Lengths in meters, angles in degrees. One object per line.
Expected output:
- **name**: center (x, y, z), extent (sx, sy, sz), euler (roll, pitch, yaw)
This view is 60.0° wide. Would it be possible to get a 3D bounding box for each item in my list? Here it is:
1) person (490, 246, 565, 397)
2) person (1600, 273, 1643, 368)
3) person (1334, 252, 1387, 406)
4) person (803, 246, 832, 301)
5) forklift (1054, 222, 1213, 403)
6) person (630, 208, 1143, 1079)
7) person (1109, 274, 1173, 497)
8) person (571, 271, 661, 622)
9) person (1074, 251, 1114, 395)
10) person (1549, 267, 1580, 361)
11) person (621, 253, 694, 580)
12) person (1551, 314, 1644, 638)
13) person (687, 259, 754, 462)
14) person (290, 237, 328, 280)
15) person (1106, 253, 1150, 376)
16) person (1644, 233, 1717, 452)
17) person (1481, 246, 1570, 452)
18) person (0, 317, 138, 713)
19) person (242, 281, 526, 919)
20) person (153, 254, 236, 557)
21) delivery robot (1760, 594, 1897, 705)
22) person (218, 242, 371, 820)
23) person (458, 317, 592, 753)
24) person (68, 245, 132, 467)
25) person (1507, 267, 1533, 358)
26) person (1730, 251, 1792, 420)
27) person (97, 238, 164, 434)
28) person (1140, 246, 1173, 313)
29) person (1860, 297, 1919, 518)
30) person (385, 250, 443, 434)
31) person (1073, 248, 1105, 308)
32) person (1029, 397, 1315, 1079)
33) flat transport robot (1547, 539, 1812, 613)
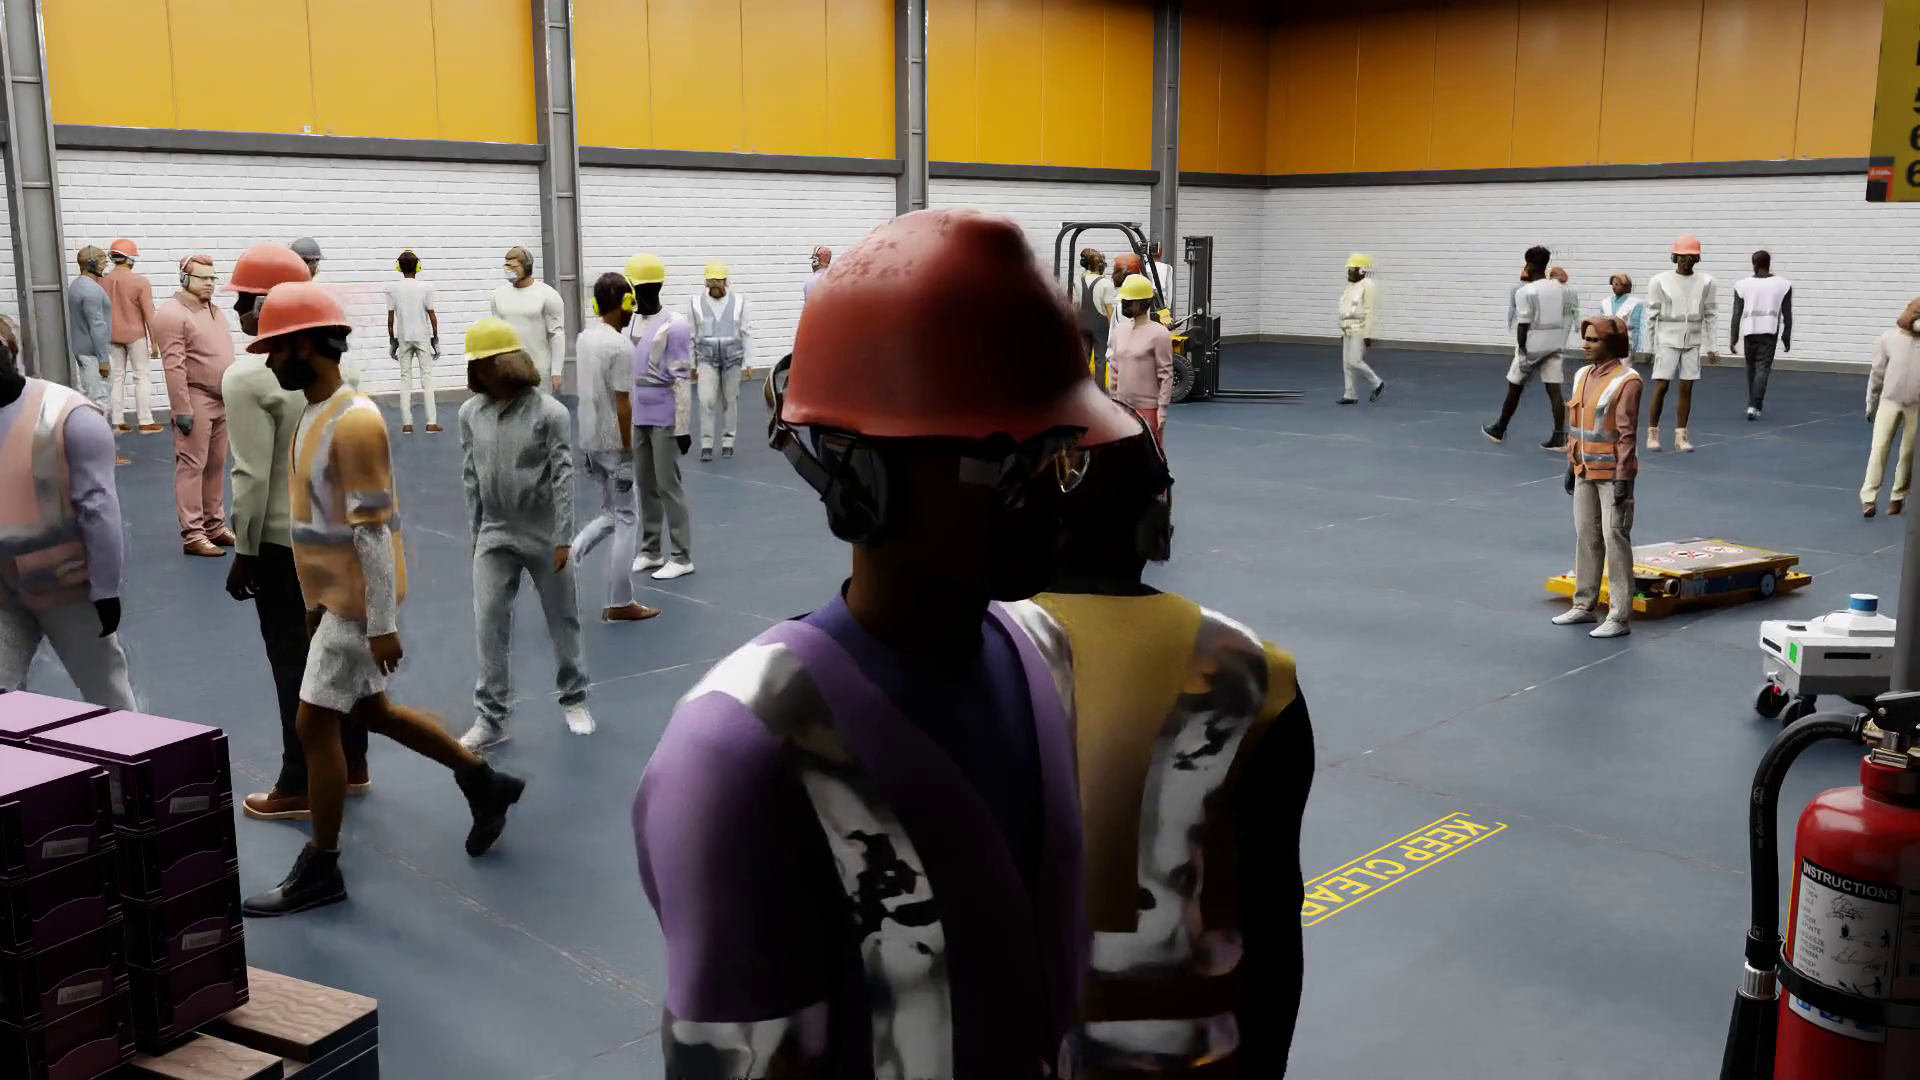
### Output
- **person**: center (-3.405, -1.333, 13.095), extent (0.633, 1.936, 0.353), euler (3, 11, 16)
- **person**: center (7.103, -2.068, 17.966), extent (0.359, 1.626, 0.516), euler (-8, 13, -36)
- **person**: center (4.724, -2.477, 19.640), extent (0.524, 1.823, 0.591), euler (-2, 11, -13)
- **person**: center (-1.478, -2.199, 17.902), extent (0.400, 1.910, 0.643), euler (7, 12, 33)
- **forklift**: center (1.935, -2.847, 20.651), extent (2.313, 2.155, 1.214), euler (2, 11, 13)
- **person**: center (-0.028, 0.721, 1.608), extent (0.397, 2.043, 0.609), euler (5, 12, 27)
- **person**: center (1.188, -0.885, 11.126), extent (0.329, 1.765, 0.527), euler (-8, 13, -39)
- **person**: center (-1.854, -0.454, 8.566), extent (0.559, 1.840, 0.535), euler (-9, 14, -41)
- **person**: center (1.540, -2.374, 19.028), extent (0.517, 1.842, 0.327), euler (8, 13, 37)
- **person**: center (8.277, -2.972, 22.987), extent (0.530, 1.583, 0.873), euler (7, 13, 34)
- **person**: center (-1.823, -0.728, 9.840), extent (0.389, 1.919, 0.590), euler (-10, 14, -43)
- **person**: center (3.257, -0.325, 8.445), extent (0.318, 1.630, 0.513), euler (-3, 11, -14)
- **person**: center (-2.149, -1.601, 14.923), extent (0.598, 1.806, 0.739), euler (-1, 10, -8)
- **person**: center (-5.769, -1.732, 14.989), extent (0.975, 2.000, 0.707), euler (-6, 12, -30)
- **person**: center (1.307, -1.297, 13.057), extent (0.355, 1.880, 0.576), euler (3, 11, 17)
- **person**: center (6.739, -1.839, 15.570), extent (0.615, 2.041, 0.387), euler (1, 10, 5)
- **person**: center (5.460, -1.824, 15.834), extent (0.628, 1.911, 1.004), euler (-4, 11, -19)
- **person**: center (-3.038, 0.140, 5.508), extent (0.638, 1.795, 0.690), euler (0, 10, 0)
- **person**: center (-1.803, 0.155, 5.128), extent (0.871, 1.897, 0.559), euler (-7, 12, -33)
- **person**: center (-4.805, -0.858, 10.602), extent (0.403, 1.904, 0.637), euler (1, 10, 4)
- **delivery robot**: center (3.681, 0.464, 6.814), extent (0.707, 0.478, 0.477), euler (1, 10, 4)
- **person**: center (-2.319, -0.024, 5.799), extent (0.381, 1.995, 0.612), euler (3, 11, 16)
- **person**: center (-1.734, -0.022, 6.597), extent (0.497, 1.706, 0.599), euler (2, 11, 11)
- **person**: center (-7.558, -1.598, 14.538), extent (0.355, 1.936, 0.635), euler (-8, 13, -38)
- **person**: center (8.003, -3.085, 23.512), extent (0.542, 1.614, 0.441), euler (5, 11, 25)
- **person**: center (8.877, -2.268, 18.456), extent (0.606, 1.870, 0.994), euler (5, 12, 27)
- **person**: center (-8.484, -2.069, 16.956), extent (0.627, 1.993, 0.400), euler (1, 10, 3)
- **person**: center (3.005, -3.620, 25.714), extent (0.587, 1.880, 0.342), euler (-4, 11, -20)
- **person**: center (6.717, -0.928, 11.816), extent (0.503, 1.588, 0.833), euler (6, 12, 29)
- **person**: center (-5.586, -2.022, 17.023), extent (0.513, 1.877, 0.328), euler (-1, 10, -8)
- **person**: center (1.812, -3.181, 23.431), extent (0.429, 1.842, 0.636), euler (-3, 11, -15)
- **person**: center (0.142, 0.720, 2.234), extent (0.631, 1.820, 0.471), euler (4, 11, 20)
- **flat transport robot**: center (4.069, 0.183, 9.375), extent (1.431, 0.197, 0.652), euler (-6, 12, -30)
